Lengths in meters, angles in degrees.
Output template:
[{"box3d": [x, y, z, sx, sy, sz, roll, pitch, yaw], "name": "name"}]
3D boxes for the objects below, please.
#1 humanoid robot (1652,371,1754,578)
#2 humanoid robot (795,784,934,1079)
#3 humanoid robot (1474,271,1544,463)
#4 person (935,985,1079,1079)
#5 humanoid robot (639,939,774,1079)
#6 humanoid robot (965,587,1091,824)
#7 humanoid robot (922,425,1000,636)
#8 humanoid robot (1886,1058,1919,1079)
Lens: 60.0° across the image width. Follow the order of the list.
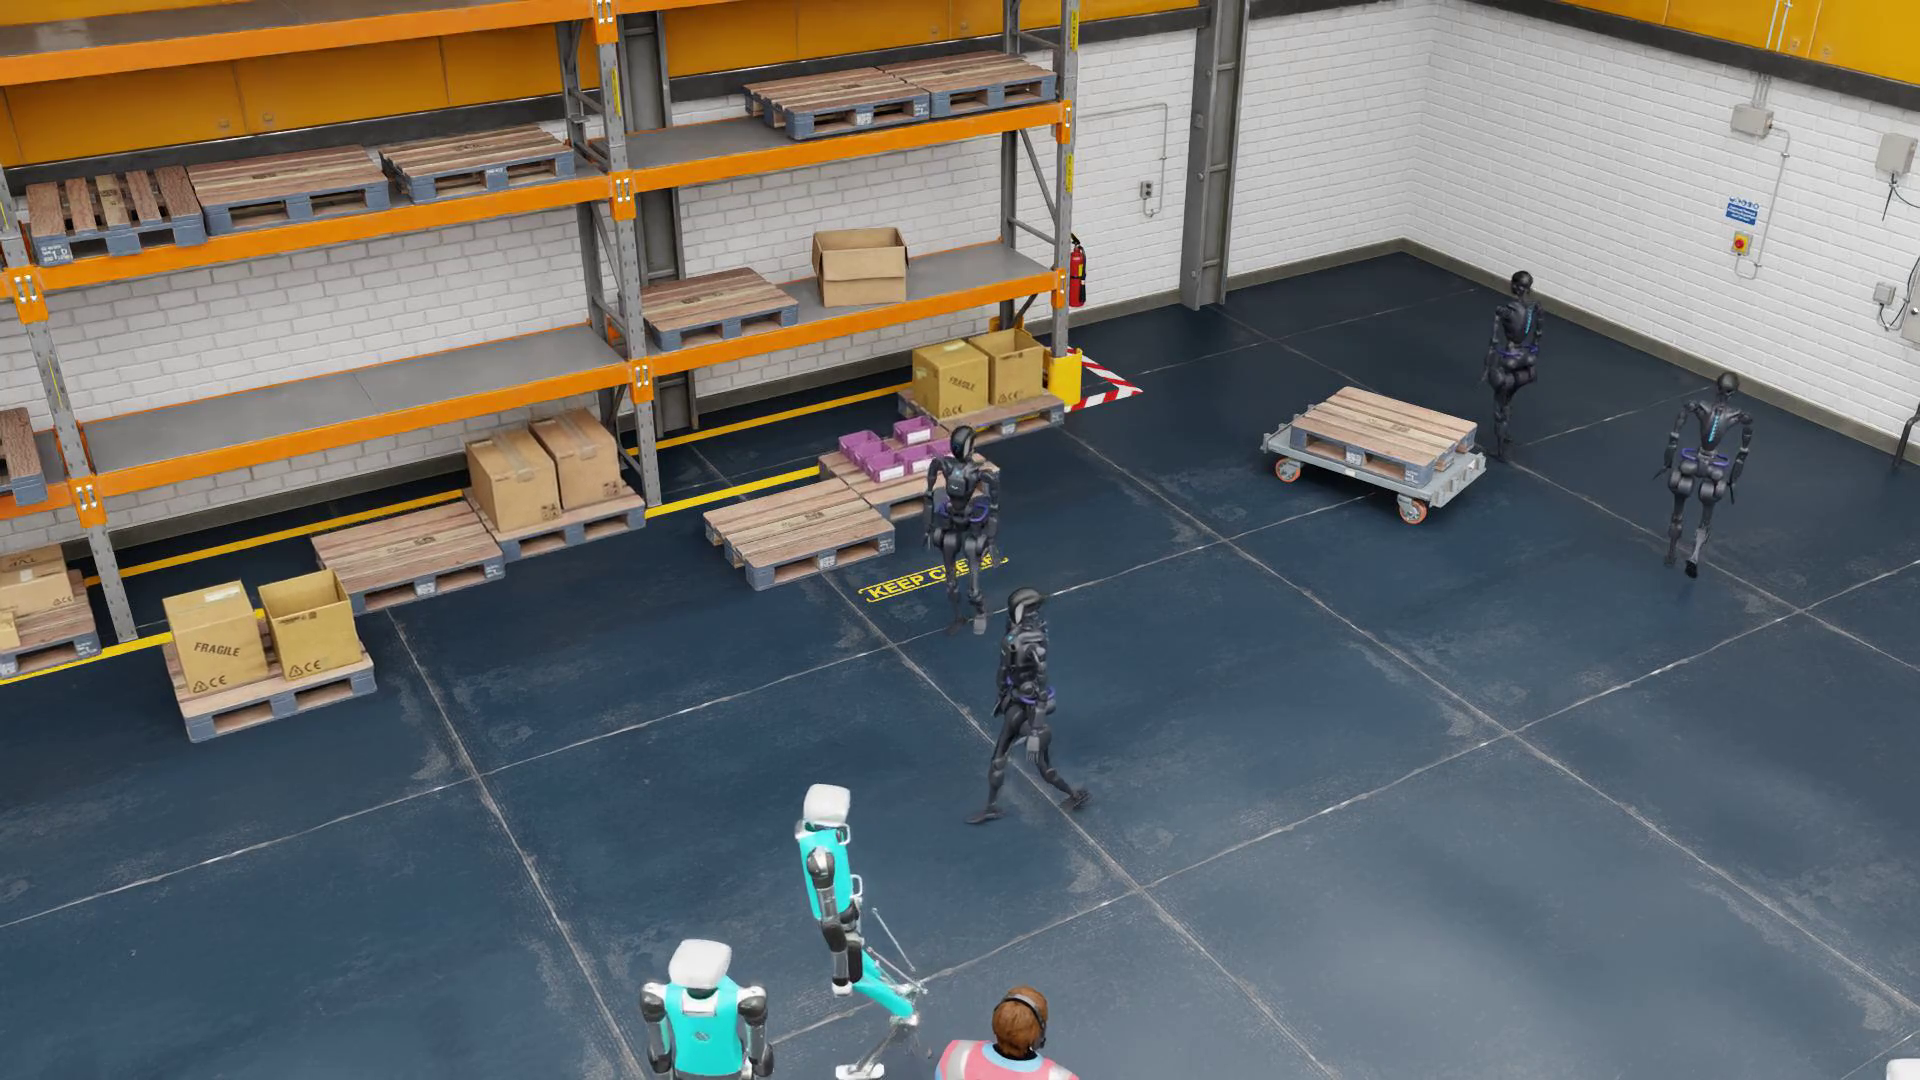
[{"box3d": [5.492, -0.474, 12.397, 0.606, 1.644, 0.548, 14, 32, 23], "name": "humanoid robot"}, {"box3d": [-0.369, 1.988, 8.063, 0.773, 1.895, 0.552, -1, 29, -3], "name": "humanoid robot"}, {"box3d": [4.699, -1.474, 14.158, 0.610, 1.643, 0.405, -12, 32, -21], "name": "humanoid robot"}, {"box3d": [0.215, 2.566, 6.850, 0.628, 1.835, 0.431, 10, 31, 17], "name": "person"}, {"box3d": [-1.052, 2.334, 7.339, 0.536, 1.775, 0.674, 1, 29, 1], "name": "humanoid robot"}, {"box3d": [0.423, 0.998, 9.845, 0.771, 1.654, 0.584, -12, 32, -21], "name": "humanoid robot"}, {"box3d": [0.021, -0.059, 11.638, 0.601, 1.647, 0.359, 11, 31, 18], "name": "humanoid robot"}, {"box3d": [3.563, 2.648, 6.819, 0.555, 1.785, 0.815, -3, 30, -4], "name": "humanoid robot"}]
